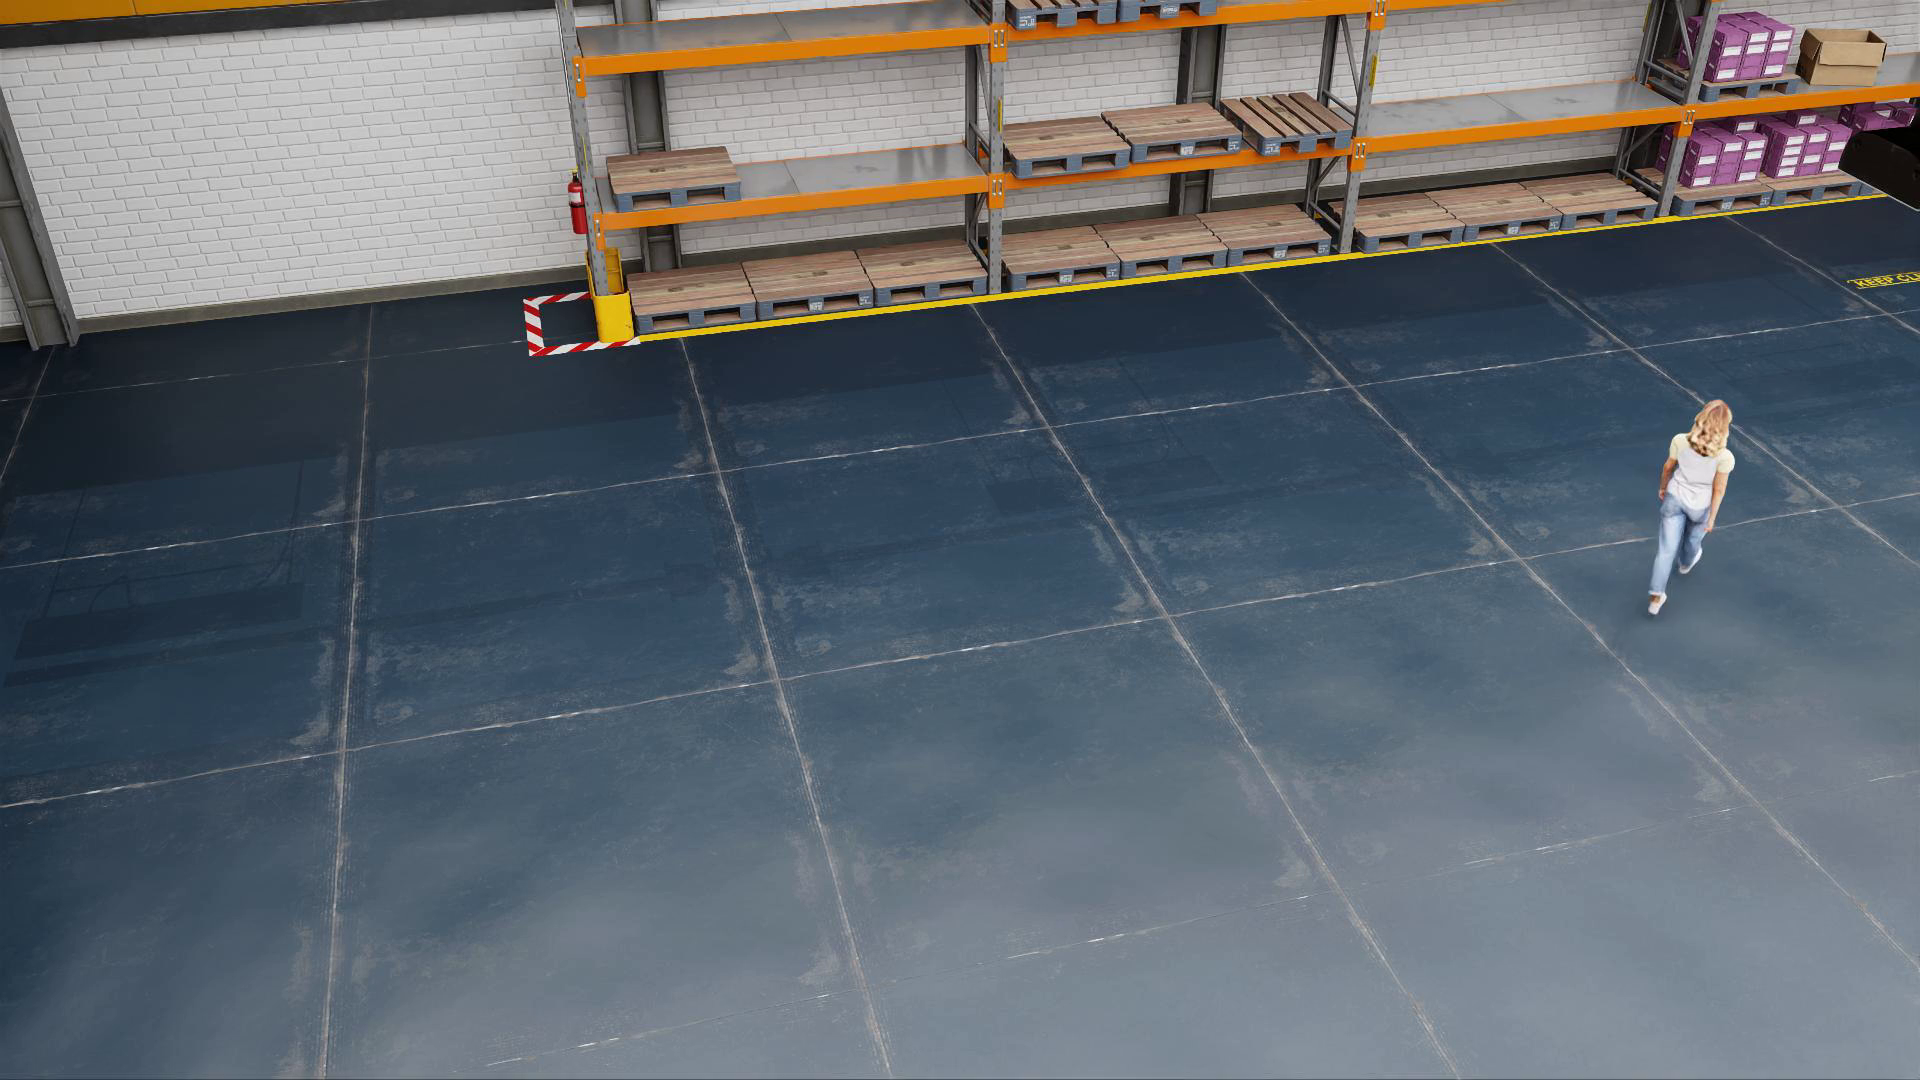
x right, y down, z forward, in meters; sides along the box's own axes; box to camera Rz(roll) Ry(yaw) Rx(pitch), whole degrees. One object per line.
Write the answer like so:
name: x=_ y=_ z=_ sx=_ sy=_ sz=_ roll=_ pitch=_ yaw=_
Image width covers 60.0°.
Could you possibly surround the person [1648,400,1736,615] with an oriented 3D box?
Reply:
person: x=5.348 y=-0.204 z=12.316 sx=1.047 sy=1.678 sz=1.196 roll=24 pitch=41 yaw=32
